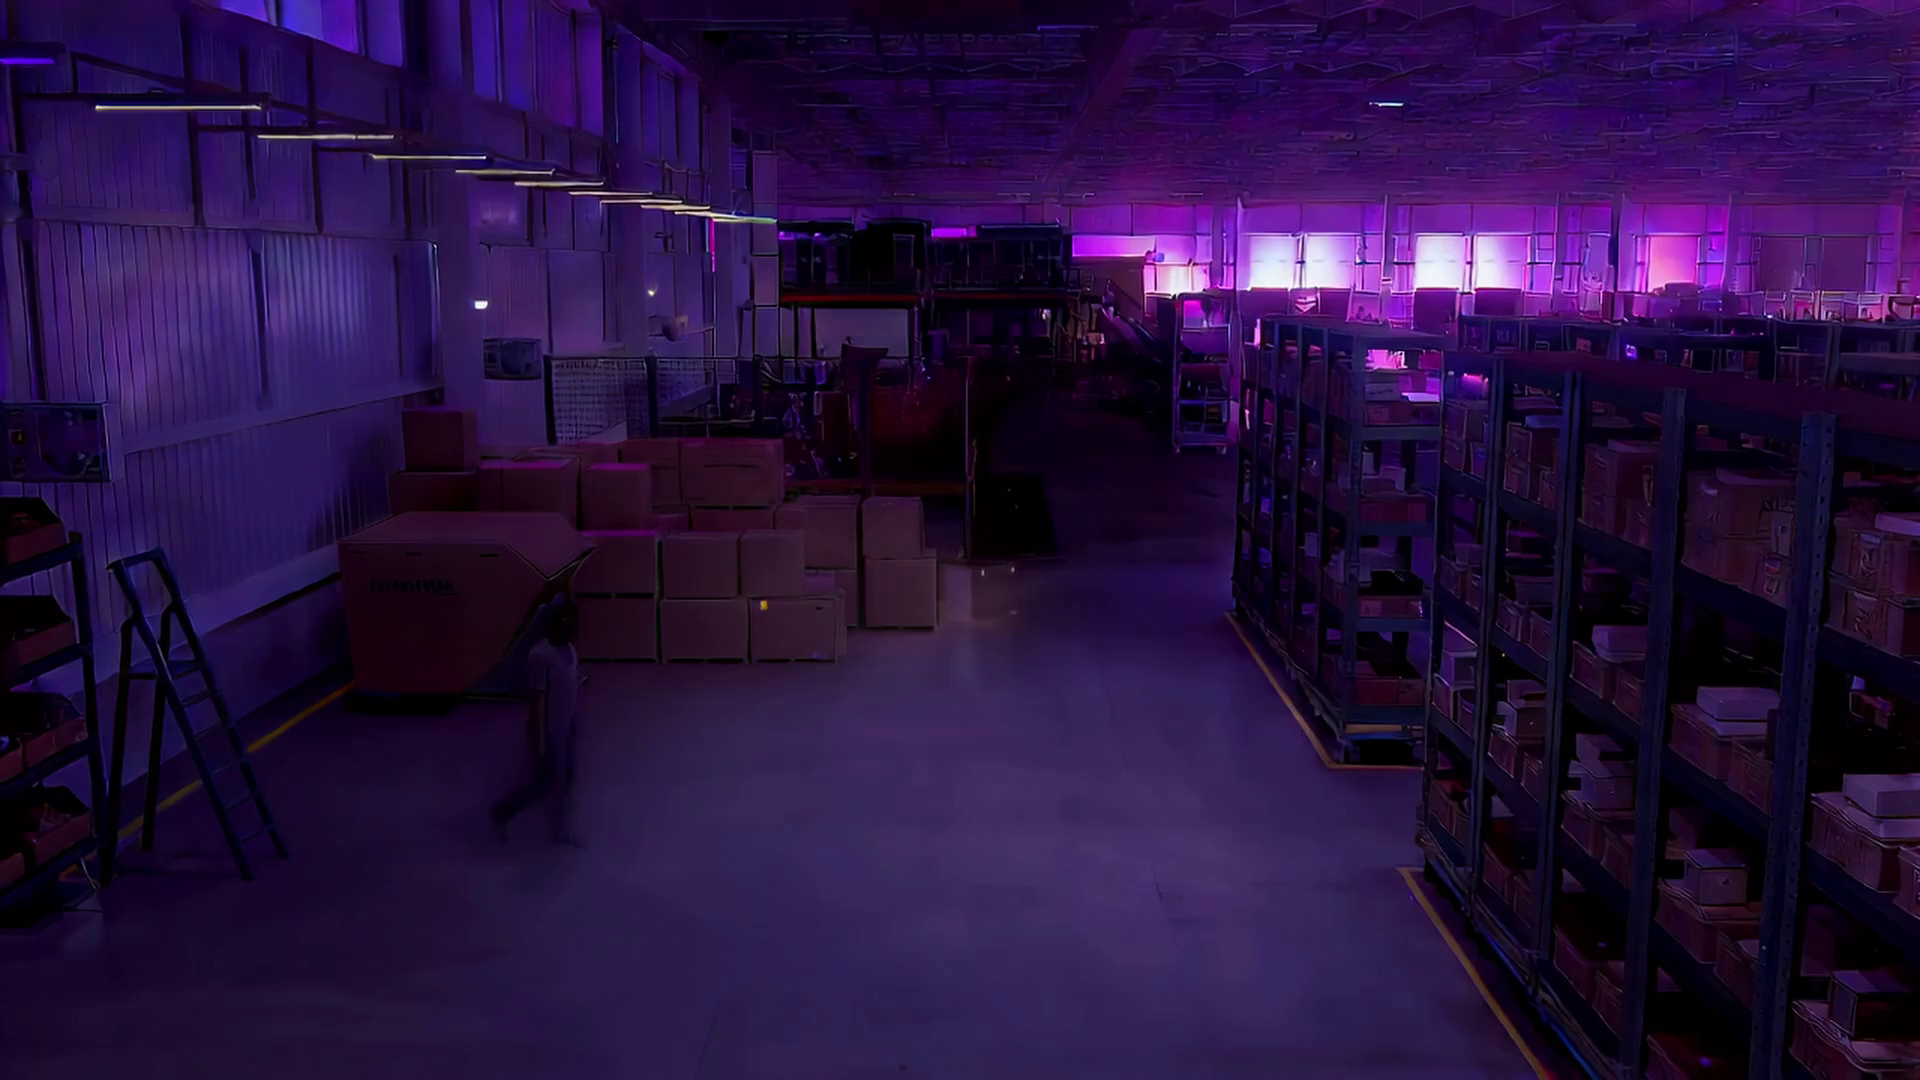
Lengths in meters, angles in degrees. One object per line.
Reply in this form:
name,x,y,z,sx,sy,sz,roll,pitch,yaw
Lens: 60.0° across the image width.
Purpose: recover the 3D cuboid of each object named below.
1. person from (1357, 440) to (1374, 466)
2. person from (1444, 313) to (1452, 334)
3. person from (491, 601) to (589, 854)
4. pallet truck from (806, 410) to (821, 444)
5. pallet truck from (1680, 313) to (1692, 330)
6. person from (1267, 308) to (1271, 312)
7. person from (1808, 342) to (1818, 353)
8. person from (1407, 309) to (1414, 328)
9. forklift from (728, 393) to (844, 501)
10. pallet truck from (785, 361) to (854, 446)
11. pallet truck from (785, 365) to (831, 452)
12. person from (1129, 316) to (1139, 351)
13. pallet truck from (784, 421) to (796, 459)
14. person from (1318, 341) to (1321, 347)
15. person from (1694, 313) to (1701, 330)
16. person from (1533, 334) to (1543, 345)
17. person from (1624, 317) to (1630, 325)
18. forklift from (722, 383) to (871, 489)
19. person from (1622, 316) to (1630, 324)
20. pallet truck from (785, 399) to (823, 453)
person,5.945,-0.836,25.062,0.876,1.786,0.604,7,11,35
person,25.167,-10.762,85.870,0.412,1.939,0.601,-3,10,-15
person,-2.945,1.326,11.744,0.615,1.798,0.608,2,9,11
pallet truck,-3.559,-2.018,33.905,1.522,1.261,0.704,0,9,-1
pallet truck,36.315,-10.531,84.244,0.823,1.965,1.885,-6,11,-33
person,17.897,-12.483,96.466,0.544,1.939,0.355,-6,11,-33
person,27.282,-5.435,53.347,0.623,1.816,0.459,0,9,1
person,25.614,-12.193,94.740,0.395,1.920,0.585,8,12,41
forklift,-2.979,-1.316,26.476,2.680,1.987,1.157,0,9,1
pallet truck,-3.410,-3.193,38.978,1.885,1.965,0.823,0,9,-1
pallet truck,-3.774,-2.976,37.635,1.885,1.965,0.823,1,9,5
person,8.873,-10.560,84.902,0.634,1.841,0.429,5,11,29
pallet truck,-4.013,-1.793,32.705,1.601,1.201,0.680,0,9,1
person,12.730,-6.439,59.036,1.068,1.980,0.629,4,10,22
person,39.036,-11.073,88.072,0.506,1.841,0.346,-3,10,-20
person,24.136,-8.175,69.724,0.623,1.989,0.400,0,9,1
person,31.160,-9.447,77.812,0.596,1.915,0.406,4,10,26
forklift,-2.893,-1.687,28.729,2.680,1.987,1.157,0,9,-1
person,34.068,-10.572,85.186,0.942,1.774,0.688,5,10,27
pallet truck,-3.814,-2.432,36.419,1.630,1.274,0.653,0,9,1
